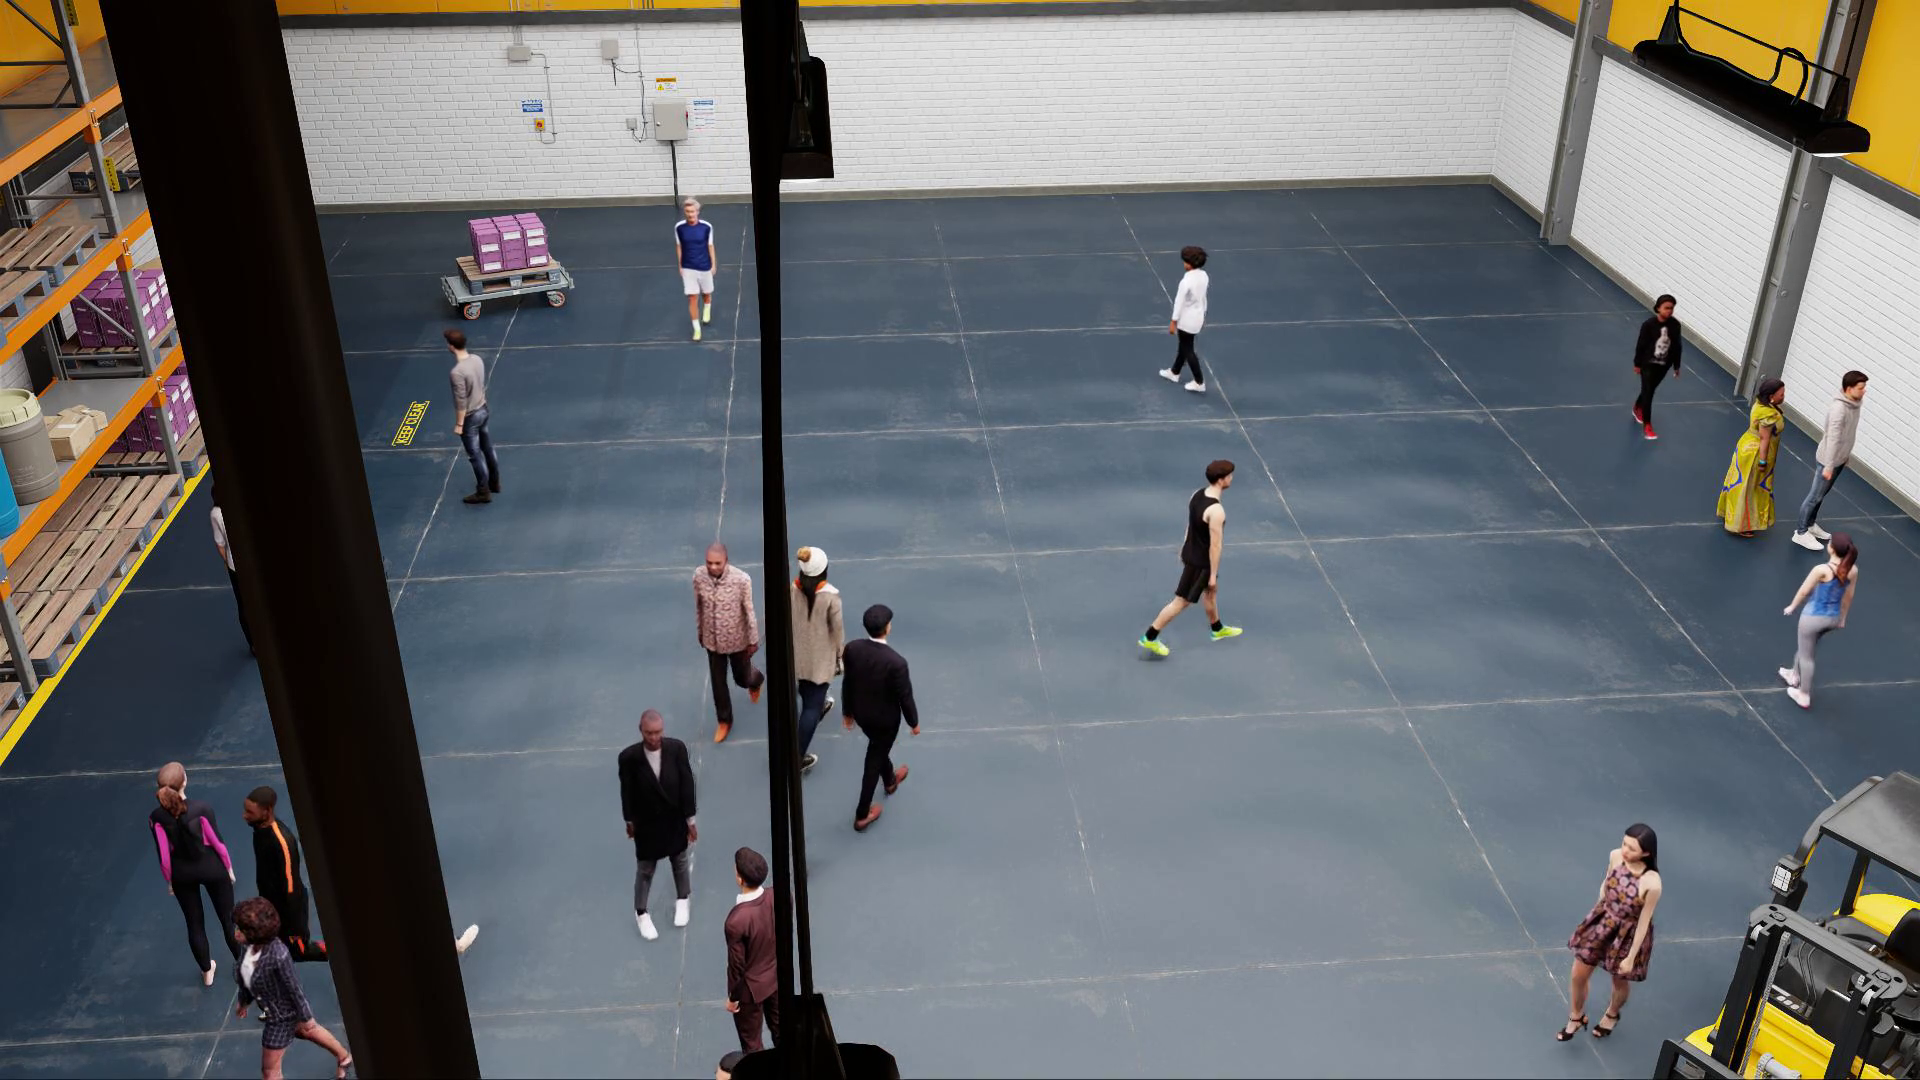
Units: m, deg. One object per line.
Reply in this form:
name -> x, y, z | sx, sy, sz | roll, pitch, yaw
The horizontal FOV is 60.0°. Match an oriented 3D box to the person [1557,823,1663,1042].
person -> 4.238, 2.490, 10.510 | 0.845, 1.756, 0.802 | -16, 32, -26

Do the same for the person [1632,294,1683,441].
person -> 7.869, -2.013, 18.893 | 0.673, 1.634, 1.113 | 0, 29, 0

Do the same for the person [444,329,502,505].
person -> -5.061, -1.295, 17.298 | 0.826, 1.900, 0.651 | 8, 30, 14

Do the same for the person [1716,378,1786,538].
person -> 8.016, -0.858, 16.747 | 1.017, 1.661, 0.860 | 7, 29, 12

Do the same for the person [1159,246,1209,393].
person -> 2.790, -2.606, 19.823 | 1.081, 1.783, 1.006 | 24, 37, 37

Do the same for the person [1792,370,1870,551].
person -> 8.637, -0.825, 16.486 | 0.799, 1.853, 0.751 | 24, 37, 37

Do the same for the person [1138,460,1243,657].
person -> 2.025, 0.197, 14.634 | 0.864, 1.833, 1.219 | -5, 29, -10

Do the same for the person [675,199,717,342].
person -> -3.401, -3.547, 21.521 | 0.642, 1.809, 1.135 | -3, 29, -6

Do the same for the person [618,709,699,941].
person -> -2.063, 1.893, 11.606 | 0.745, 1.755, 0.756 | -8, 30, -14

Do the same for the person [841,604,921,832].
person -> -0.683, 1.372, 12.461 | 1.061, 1.851, 1.164 | 17, 33, 28

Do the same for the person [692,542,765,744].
person -> -1.883, 0.754, 13.663 | 0.881, 1.784, 1.061 | 6, 29, 11

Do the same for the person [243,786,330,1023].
person -> -4.291, 2.319, 10.789 | 1.072, 1.789, 1.064 | -23, 36, -36

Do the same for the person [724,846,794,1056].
person -> -1.224, 2.647, 10.109 | 0.835, 1.865, 0.773 | 22, 35, 34

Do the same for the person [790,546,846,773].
person -> -1.242, 0.961, 13.240 | 1.099, 1.825, 1.338 | 12, 31, 21

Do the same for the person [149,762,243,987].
person -> -5.058, 2.208, 11.033 | 0.621, 1.750, 0.612 | -9, 30, -16

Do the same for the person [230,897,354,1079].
person -> -4.026, 2.803, 10.048 | 1.086, 1.649, 1.088 | -25, 37, -37

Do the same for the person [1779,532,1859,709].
person -> 7.255, 0.699, 13.961 | 0.617, 1.596, 0.773 | -6, 29, -12
